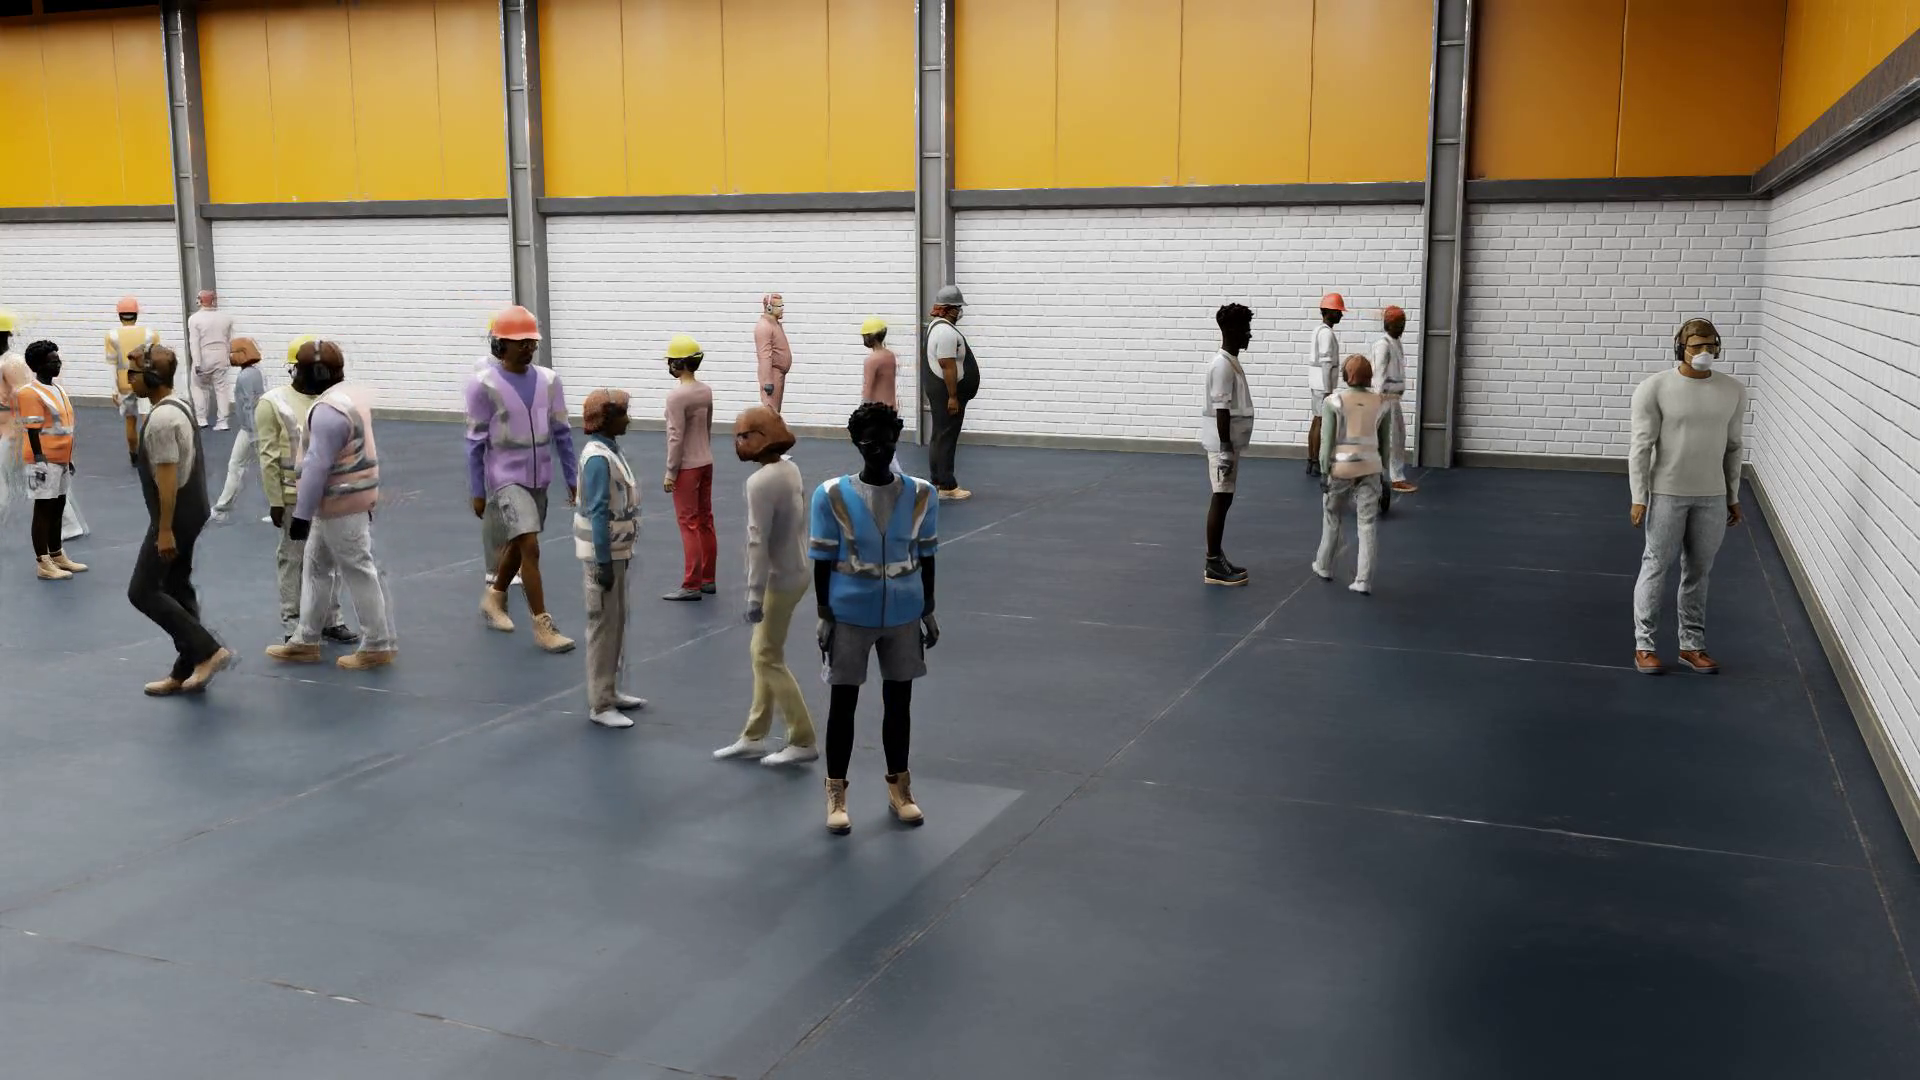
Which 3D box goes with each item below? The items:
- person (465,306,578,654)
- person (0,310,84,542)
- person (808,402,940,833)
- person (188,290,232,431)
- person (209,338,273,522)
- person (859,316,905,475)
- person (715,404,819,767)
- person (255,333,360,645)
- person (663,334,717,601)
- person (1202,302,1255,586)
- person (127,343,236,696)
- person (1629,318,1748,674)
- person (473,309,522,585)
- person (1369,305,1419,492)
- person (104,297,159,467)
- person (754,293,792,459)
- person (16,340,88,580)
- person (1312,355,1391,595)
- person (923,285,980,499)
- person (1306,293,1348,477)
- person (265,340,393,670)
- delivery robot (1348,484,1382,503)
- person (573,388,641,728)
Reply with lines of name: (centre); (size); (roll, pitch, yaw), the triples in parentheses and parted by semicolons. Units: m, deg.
person: (-2.596, -0.379, 9.786); (1.038, 1.998, 0.628); (8, 13, 41)
person: (-7.469, -0.862, 13.060); (1.006, 1.878, 0.587); (-6, 11, -31)
person: (-0.332, 0.300, 6.559); (0.535, 1.697, 0.322); (-3, 10, -17)
person: (-10.149, -2.414, 22.444); (0.670, 1.885, 0.649); (7, 12, 37)
person: (-6.190, -0.933, 14.307); (0.827, 1.592, 0.527); (-1, 9, -7)
person: (-0.747, -1.197, 15.459); (0.427, 1.750, 0.536); (5, 10, 26)
person: (-0.853, 0.202, 7.398); (0.499, 1.614, 0.574); (2, 10, 9)
person: (-3.742, -0.273, 9.619); (0.404, 1.836, 0.589); (6, 11, 34)
person: (-1.816, -0.476, 11.073); (0.322, 1.771, 0.530); (3, 10, 17)
person: (1.876, -0.675, 11.653); (0.361, 1.963, 0.618); (2, 10, 10)
person: (-4.032, -0.083, 8.483); (0.418, 1.830, 0.538); (-2, 10, -15)
person: (3.952, -0.233, 9.058); (0.635, 1.938, 0.360); (-1, 9, -4)
person: (-3.190, -0.651, 11.663); (0.382, 1.917, 0.585); (0, 9, 0)
person: (4.121, -1.365, 16.201); (0.659, 1.858, 0.630); (4, 10, 25)
person: (-8.927, -1.680, 18.026); (0.563, 1.891, 1.018); (-5, 11, -27)
person: (-2.101, -1.831, 18.844); (0.407, 1.906, 0.655); (1, 9, 3)
person: (-6.467, -0.570, 11.831); (0.320, 1.697, 0.531); (-1, 9, -7)
person: (2.678, -0.464, 11.451); (0.527, 1.599, 0.809); (-1, 9, -6)
person: (-0.076, -1.420, 15.944); (0.538, 2.000, 0.689); (-2, 10, -12)
person: (3.864, -1.627, 17.523); (0.375, 1.934, 0.548); (1, 9, 4)
person: (-3.523, -0.173, 9.062); (0.818, 1.810, 0.635); (-2, 10, -12)
delivery robot: (3.578, -0.535, 14.790); (0.477, 0.478, 0.707); (2, 10, 14)
person: (-1.714, 0.088, 8.073); (0.317, 1.626, 0.555); (-1, 9, -3)
